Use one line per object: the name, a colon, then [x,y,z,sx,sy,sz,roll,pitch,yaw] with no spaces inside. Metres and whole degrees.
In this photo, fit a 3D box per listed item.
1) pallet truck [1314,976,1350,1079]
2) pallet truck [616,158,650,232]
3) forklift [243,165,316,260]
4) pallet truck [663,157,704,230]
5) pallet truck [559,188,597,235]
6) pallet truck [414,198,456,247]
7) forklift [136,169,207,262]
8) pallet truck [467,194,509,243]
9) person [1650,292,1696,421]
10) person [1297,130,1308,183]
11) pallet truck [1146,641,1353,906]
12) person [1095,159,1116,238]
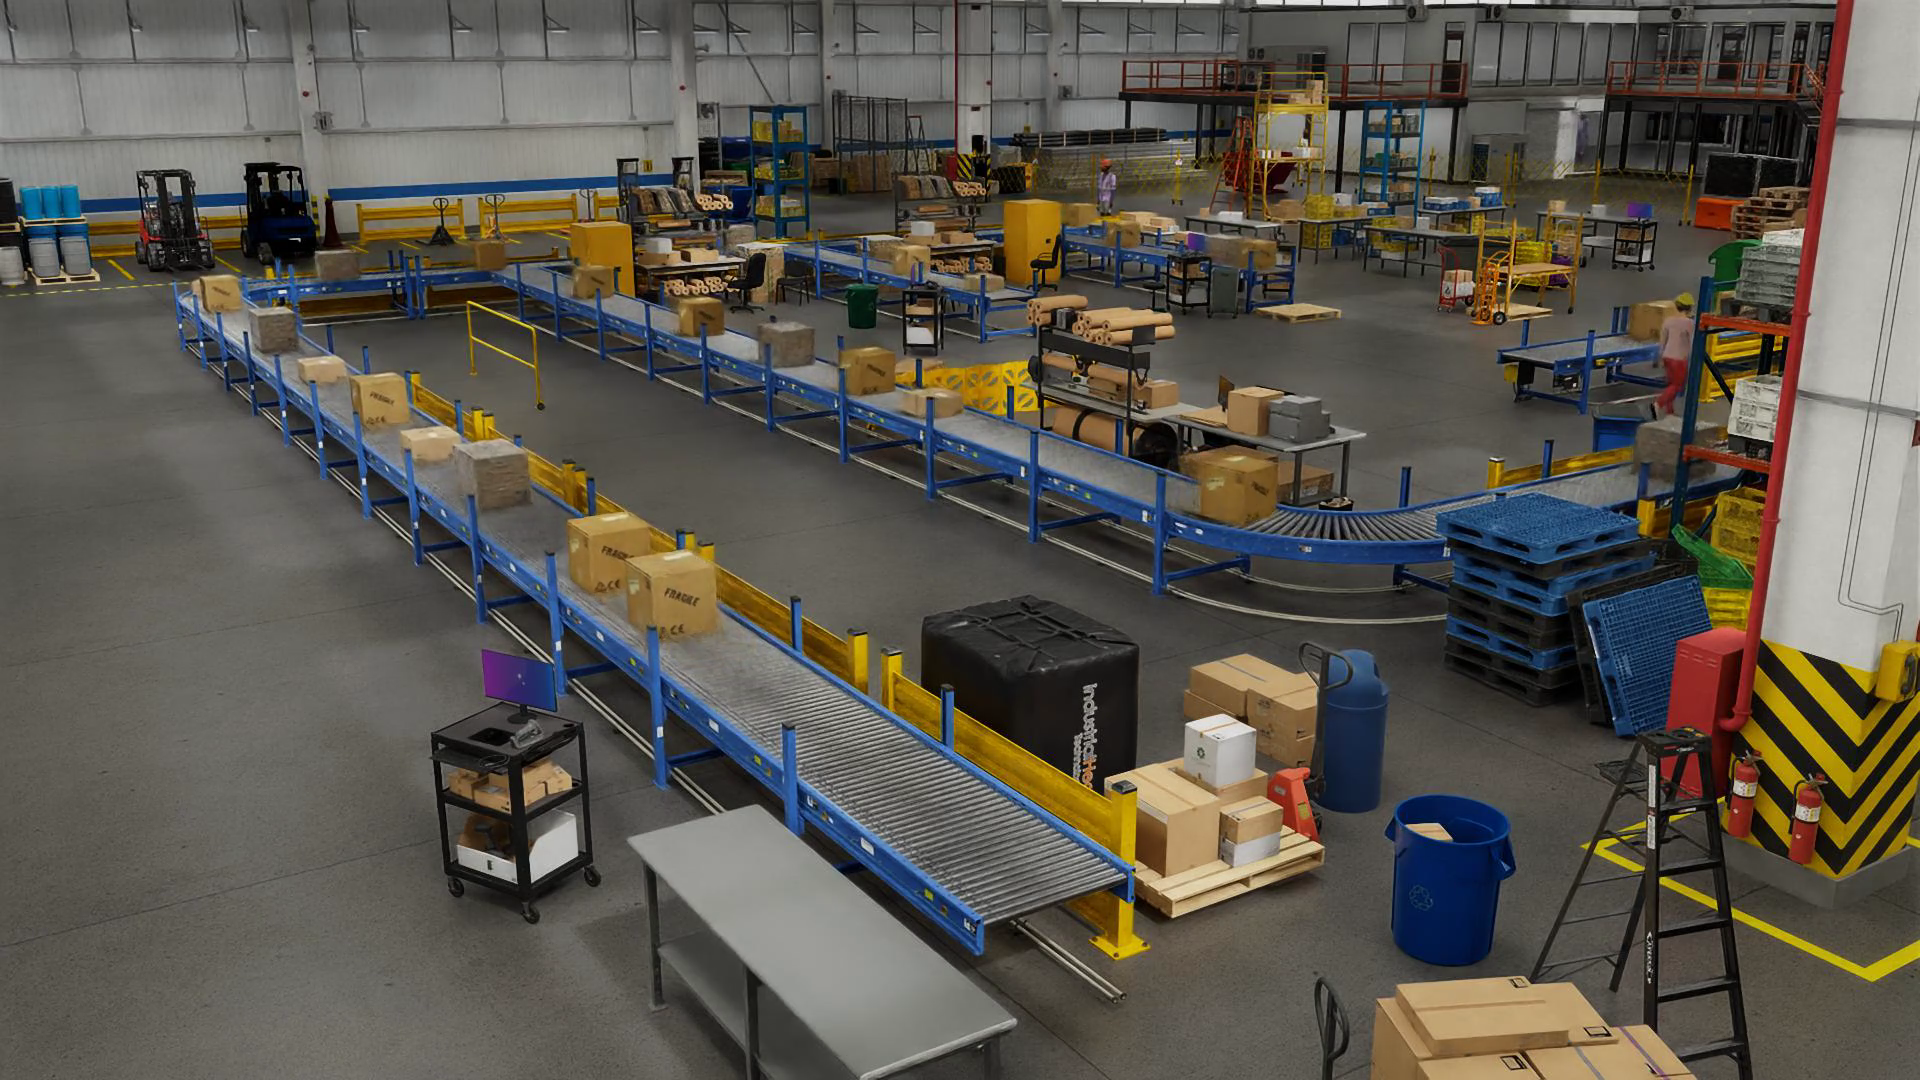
pallet truck: [2.299,2.390,7.086,1.601,1.201,0.680,-2,17,-7]
pallet truck: [-8.918,-9.176,44.255,0.823,1.965,1.885,-9,19,-27]
forklift: [-15.898,-7.669,38.708,1.157,1.987,2.680,-11,20,-33]
pallet truck: [-7.586,-9.308,44.692,0.823,1.965,1.885,-11,20,-33]
pallet truck: [-10.010,-8.652,43.699,0.653,1.274,1.630,-10,20,-31]
pallet truck: [-13.250,-8.060,41.856,0.680,1.201,1.601,-10,20,-31]
forklift: [-17.842,-7.318,37.559,1.157,1.987,2.680,-10,20,-31]
pallet truck: [-11.983,-8.177,42.137,0.704,1.261,1.522,-11,20,-33]
person: [9.534,-2.430,22.233,0.614,1.746,0.529,-7,18,-22]
person: [12.370,-13.833,59.963,0.357,1.880,0.564,10,20,31]
pallet truck: [1.664,1.407,10.232,1.630,1.274,0.653,-10,20,-31]
person: [3.745,-8.787,42.883,0.375,2.044,0.605,-12,20,-34]
